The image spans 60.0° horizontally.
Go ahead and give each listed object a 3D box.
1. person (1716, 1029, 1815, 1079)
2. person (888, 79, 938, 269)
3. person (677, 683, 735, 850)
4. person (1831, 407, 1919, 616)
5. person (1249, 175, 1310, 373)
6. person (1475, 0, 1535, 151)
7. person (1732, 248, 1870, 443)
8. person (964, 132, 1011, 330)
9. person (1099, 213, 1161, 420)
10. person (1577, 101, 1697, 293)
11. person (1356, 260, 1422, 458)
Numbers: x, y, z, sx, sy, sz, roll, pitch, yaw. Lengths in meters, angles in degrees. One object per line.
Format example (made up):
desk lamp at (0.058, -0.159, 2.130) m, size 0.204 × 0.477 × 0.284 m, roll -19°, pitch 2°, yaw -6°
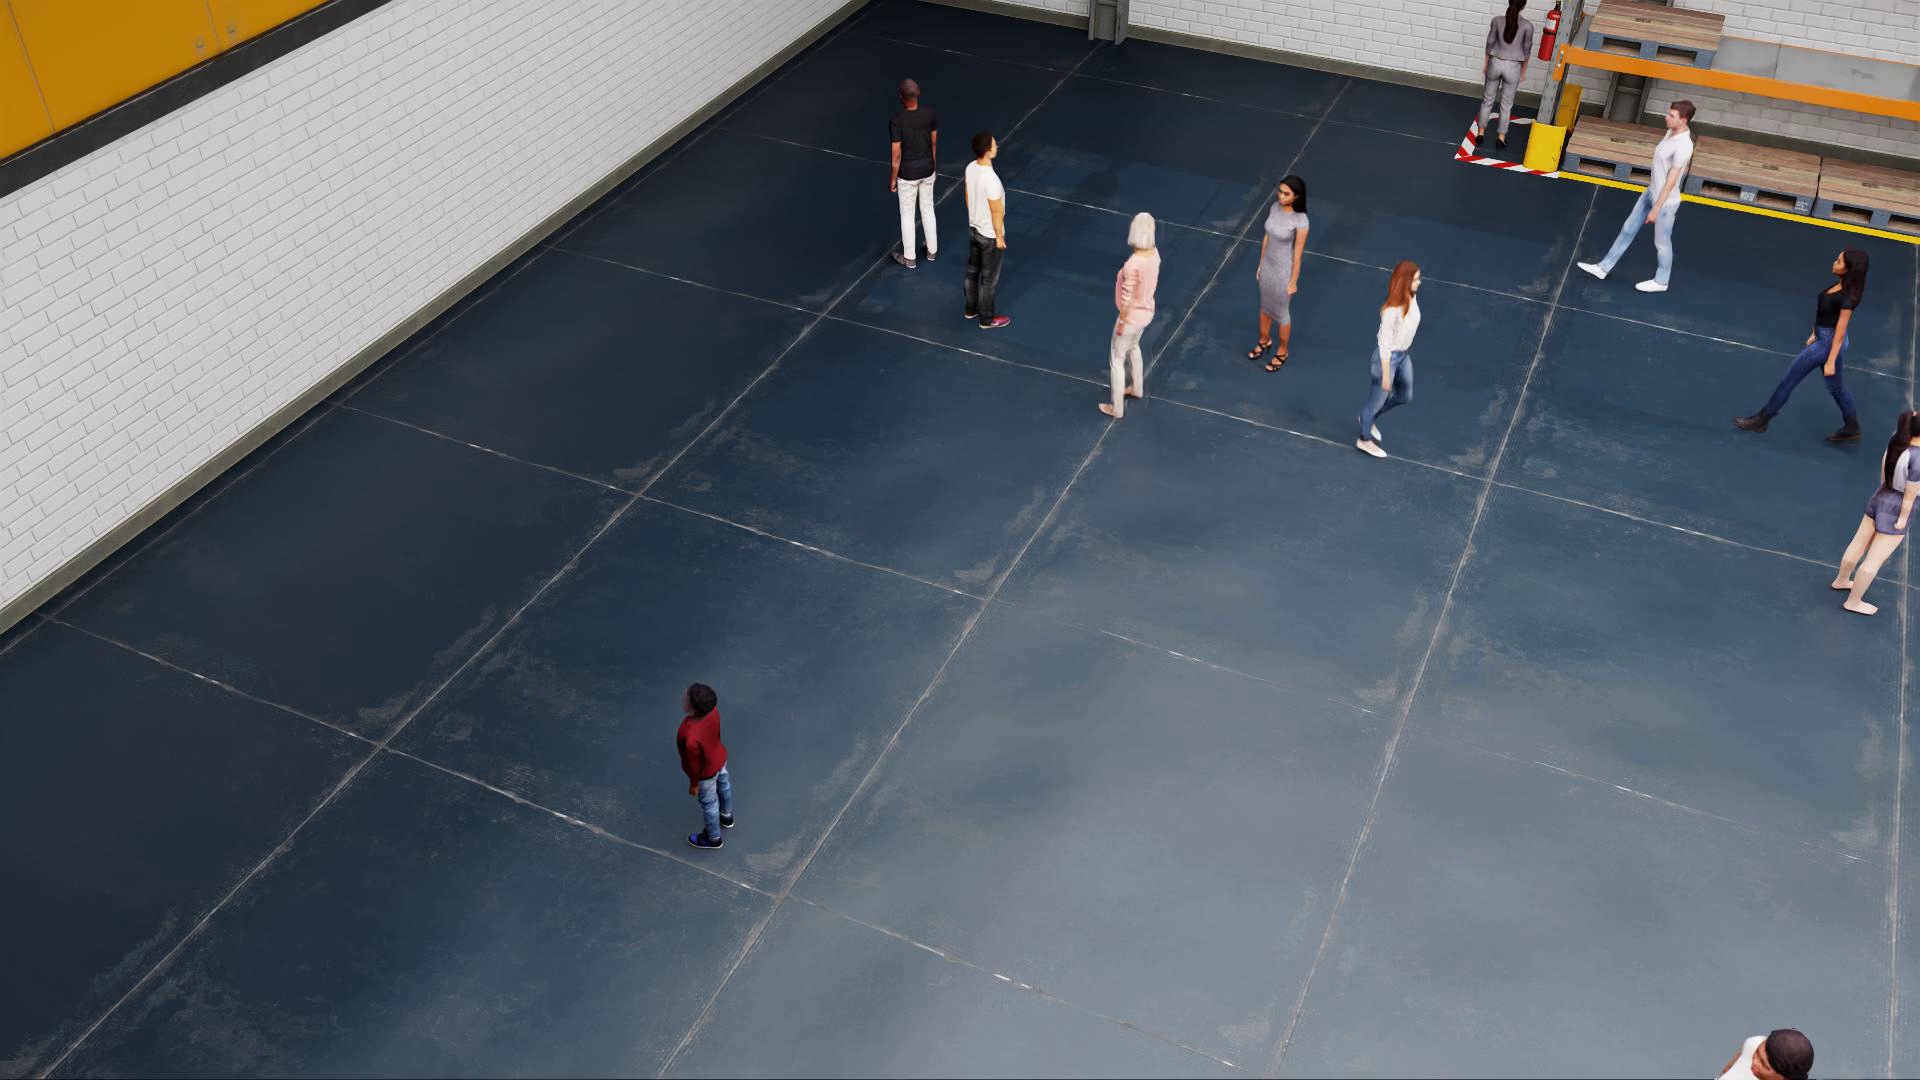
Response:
person at (3.671, 2.808, 7.692) m, size 0.814 × 1.682 × 0.781 m, roll -7°, pitch 39°, yaw -9°
person at (-0.416, -3.375, 15.337) m, size 0.765 × 1.802 × 0.788 m, roll -21°, pitch 43°, yaw -24°
person at (-1.502, 1.324, 9.891) m, size 0.498 × 1.256 × 0.516 m, roll 13°, pitch 41°, yaw 16°
person at (6.426, -0.223, 11.514) m, size 0.664 × 1.648 × 0.670 m, roll 2°, pitch 39°, yaw 2°
person at (2.687, -2.240, 13.935) m, size 0.719 × 1.778 × 0.622 m, roll -21°, pitch 43°, yaw -24°
person at (5.667, -4.892, 17.337) m, size 0.544 × 1.678 × 0.692 m, roll 20°, pitch 43°, yaw 23°
person at (6.880, -1.463, 13.029) m, size 1.174 × 1.695 × 0.594 m, roll 16°, pitch 41°, yaw 19°
person at (0.210, -2.707, 14.499) m, size 0.784 × 1.804 × 0.674 m, roll -21°, pitch 43°, yaw -24°
person at (1.459, -1.830, 13.490) m, size 0.618 × 1.693 × 0.746 m, roll 14°, pitch 41°, yaw 17°
person at (6.372, -3.042, 14.903) m, size 1.148 × 1.823 × 0.921 m, roll 3°, pitch 39°, yaw 4°
person at (3.276, -1.424, 12.961) m, size 0.735 × 1.719 × 0.682 m, roll 32°, pitch 48°, yaw 33°
